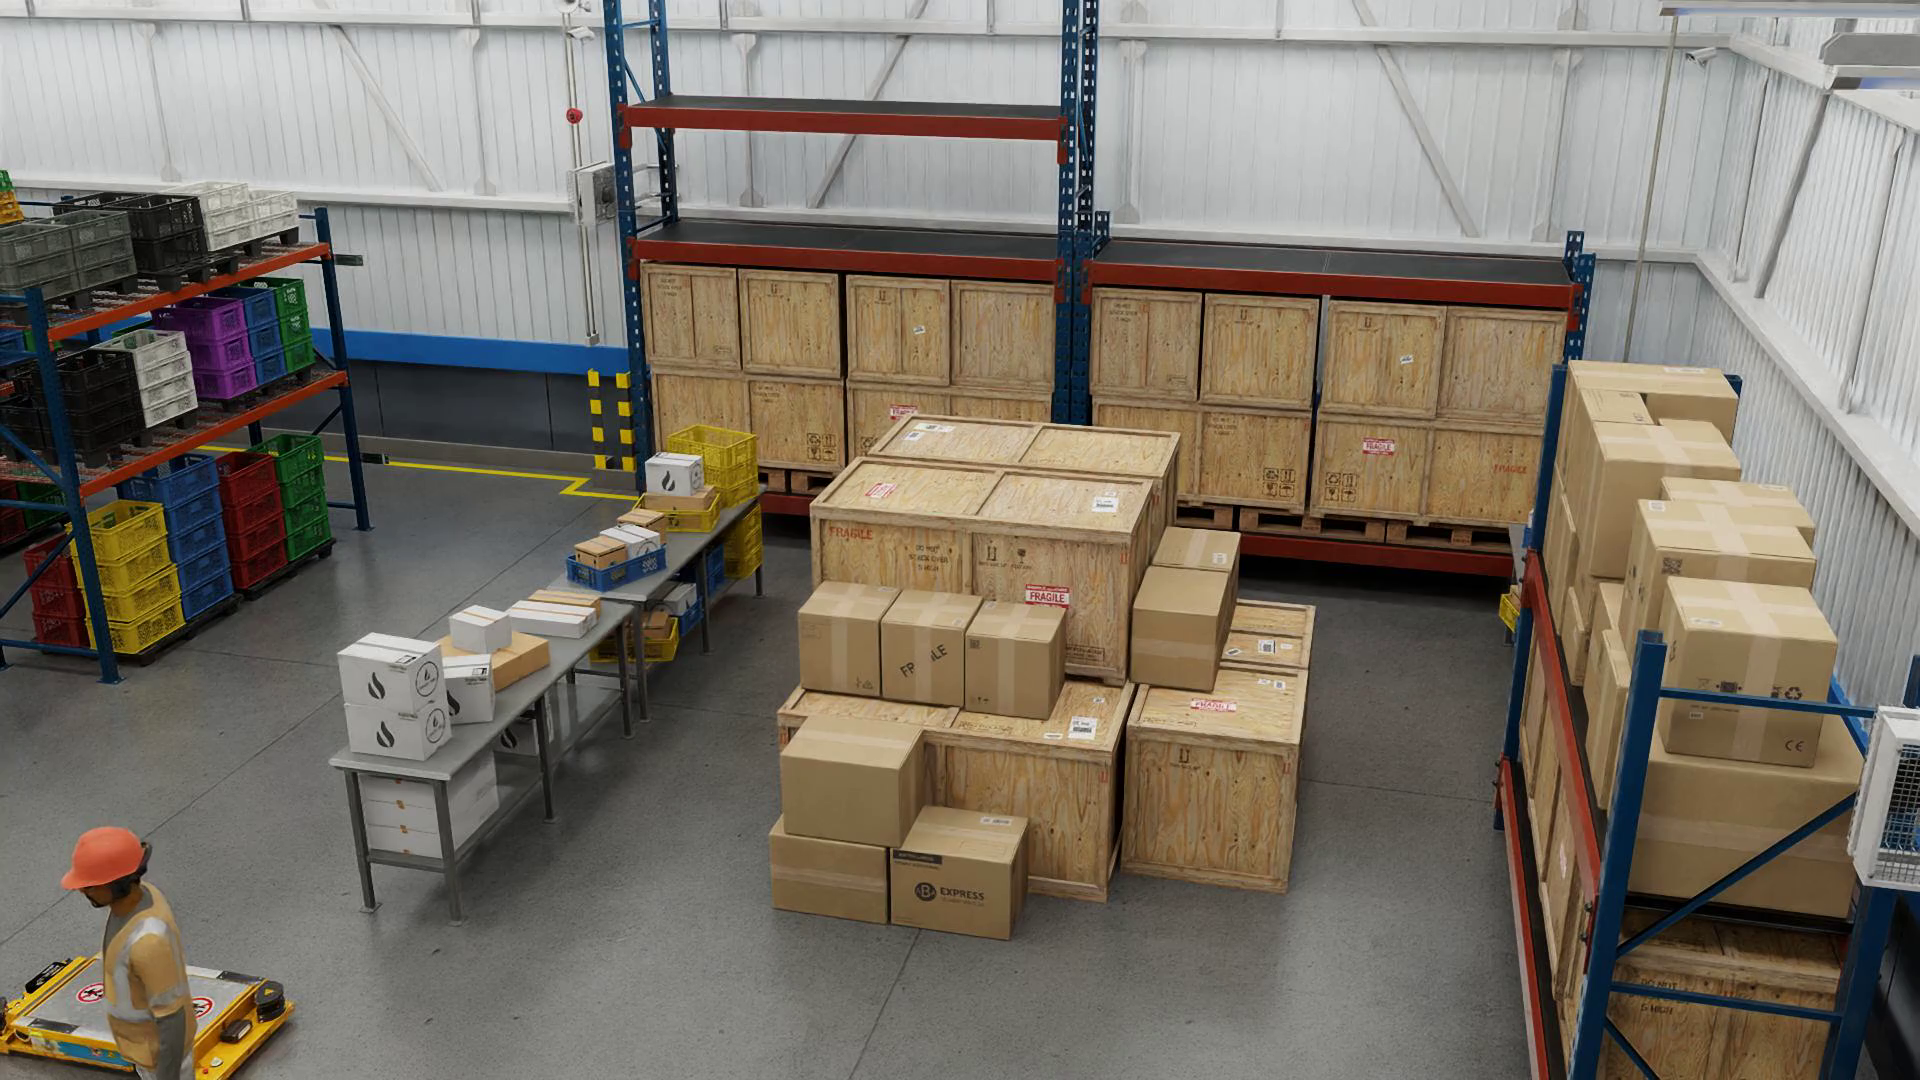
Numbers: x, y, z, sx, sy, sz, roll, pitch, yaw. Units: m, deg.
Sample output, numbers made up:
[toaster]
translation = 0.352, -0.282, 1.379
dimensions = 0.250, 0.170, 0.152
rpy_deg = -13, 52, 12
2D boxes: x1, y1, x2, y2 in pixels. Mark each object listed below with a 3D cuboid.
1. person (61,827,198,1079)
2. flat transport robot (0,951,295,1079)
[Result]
[person]
translation = -3.435, 2.113, 7.037
dimensions = 0.379, 2.039, 0.614
rpy_deg = -14, 25, -32
[flat transport robot]
translation = -4.270, 2.464, 8.601
dimensions = 1.431, 0.231, 0.659
rpy_deg = 5, 22, 13
